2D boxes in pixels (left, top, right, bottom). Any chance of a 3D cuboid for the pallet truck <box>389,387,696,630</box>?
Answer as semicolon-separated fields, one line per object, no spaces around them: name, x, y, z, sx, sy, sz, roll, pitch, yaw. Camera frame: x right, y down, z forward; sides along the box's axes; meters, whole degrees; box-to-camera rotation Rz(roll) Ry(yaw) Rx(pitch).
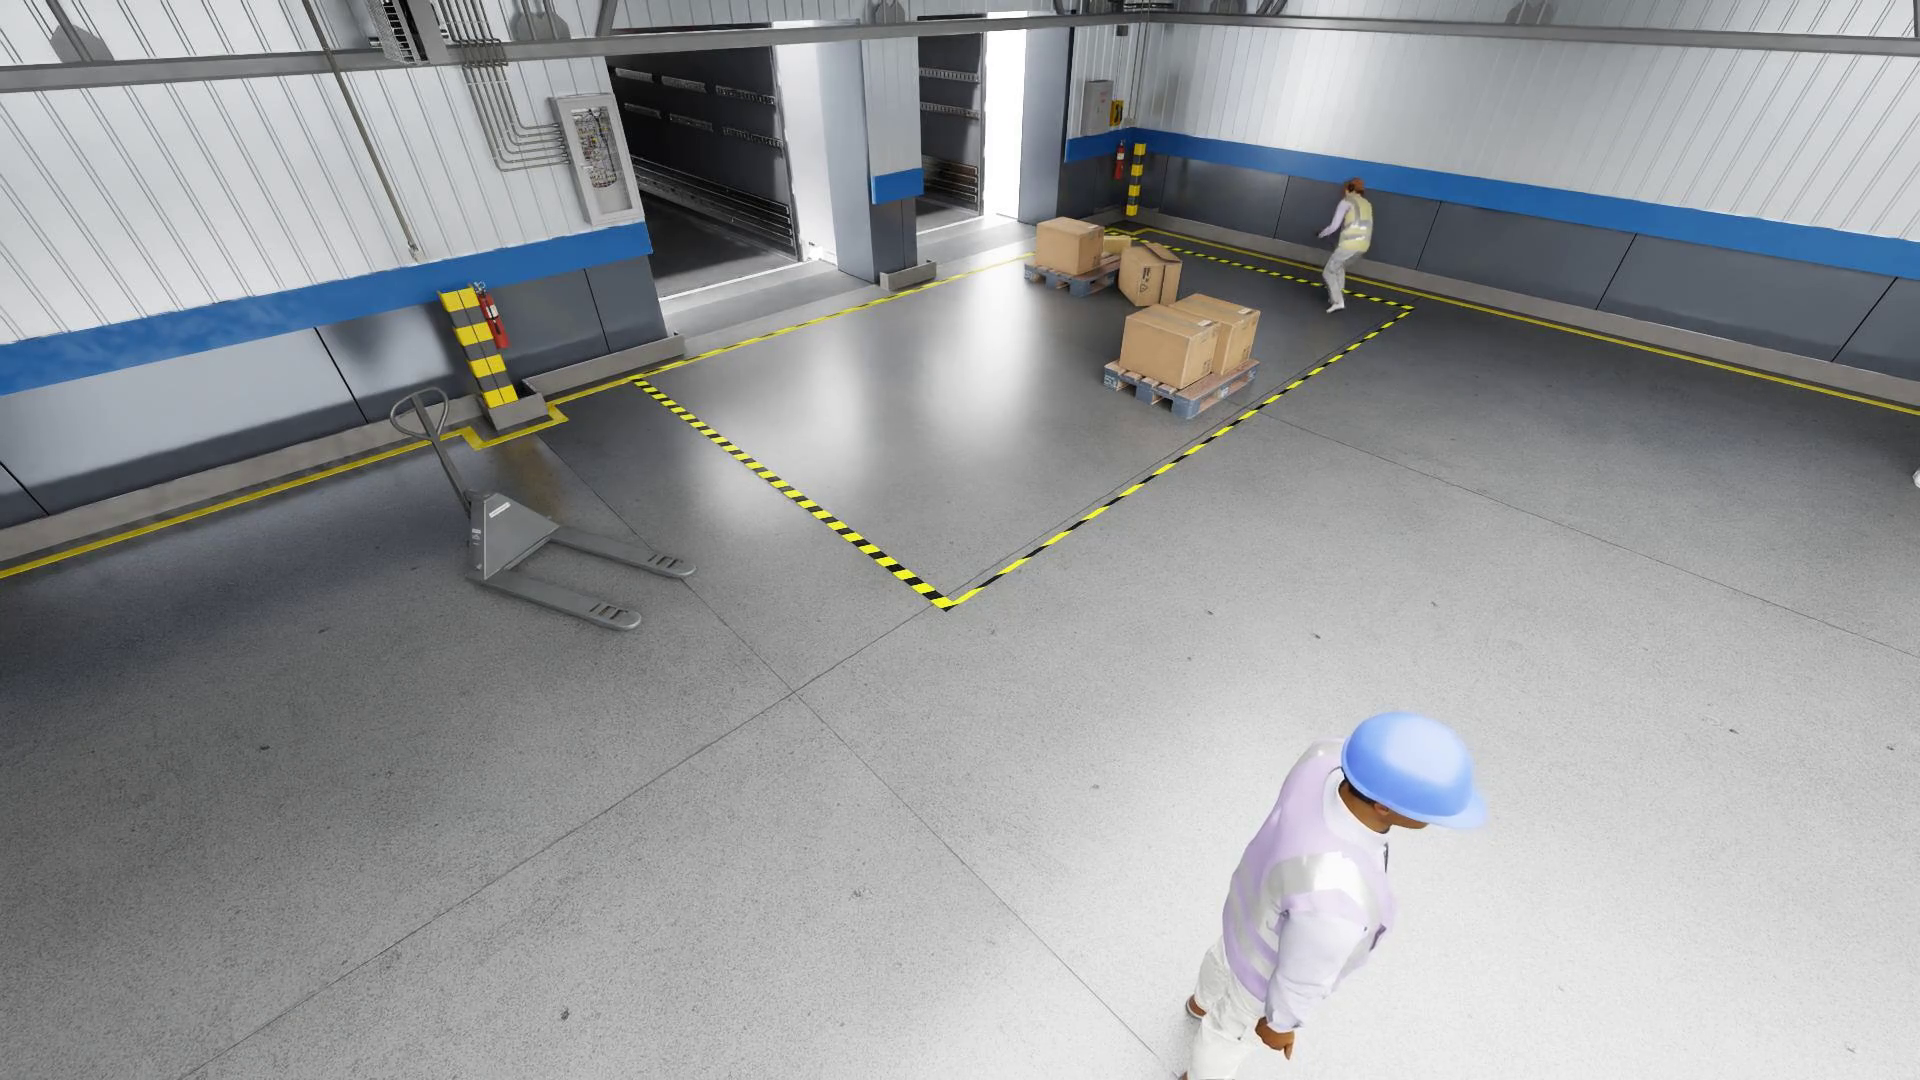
pallet truck;-2.613;-0.247;4.593;1.601;1.201;0.680;14;40;17

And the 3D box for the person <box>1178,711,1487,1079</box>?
person;0.982;1.169;2.180;0.403;1.947;0.604;15;40;19

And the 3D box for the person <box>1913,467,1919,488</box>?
person;7.809;-1.097;5.280;0.493;1.742;0.302;14;40;17

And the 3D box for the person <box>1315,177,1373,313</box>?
person;4.521;-3.428;8.585;0.625;1.412;0.890;-13;39;-16
